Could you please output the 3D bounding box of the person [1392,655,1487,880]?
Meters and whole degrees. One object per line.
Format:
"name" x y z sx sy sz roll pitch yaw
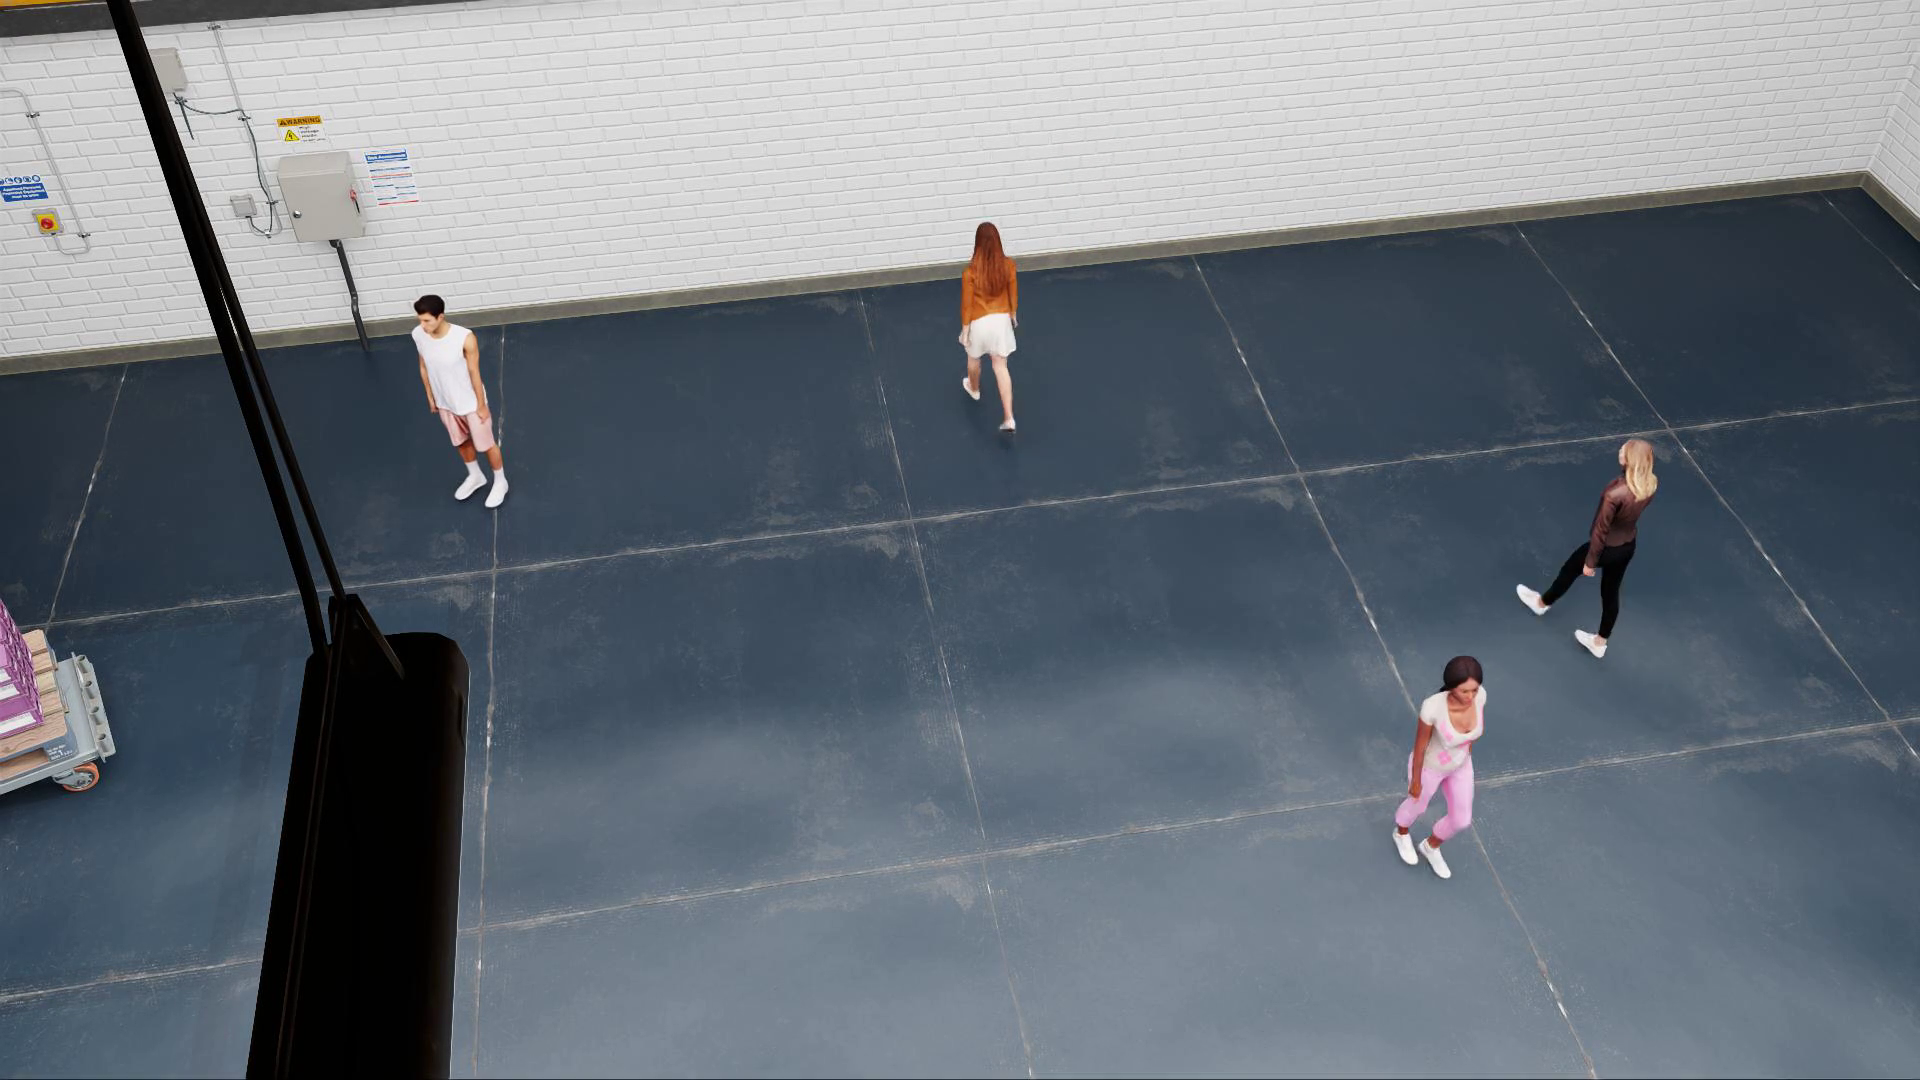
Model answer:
"person" 2.682 1.226 9.475 0.650 1.723 0.703 -14 45 -14

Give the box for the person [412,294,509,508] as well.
"person" -3.527 -1.017 11.787 0.736 1.780 0.738 12 45 13

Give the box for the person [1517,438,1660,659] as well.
"person" 4.226 0.107 10.684 0.838 1.674 1.044 -21 48 -21

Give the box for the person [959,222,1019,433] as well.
"person" 0.242 -1.554 12.418 0.727 1.688 1.128 -12 45 -13
